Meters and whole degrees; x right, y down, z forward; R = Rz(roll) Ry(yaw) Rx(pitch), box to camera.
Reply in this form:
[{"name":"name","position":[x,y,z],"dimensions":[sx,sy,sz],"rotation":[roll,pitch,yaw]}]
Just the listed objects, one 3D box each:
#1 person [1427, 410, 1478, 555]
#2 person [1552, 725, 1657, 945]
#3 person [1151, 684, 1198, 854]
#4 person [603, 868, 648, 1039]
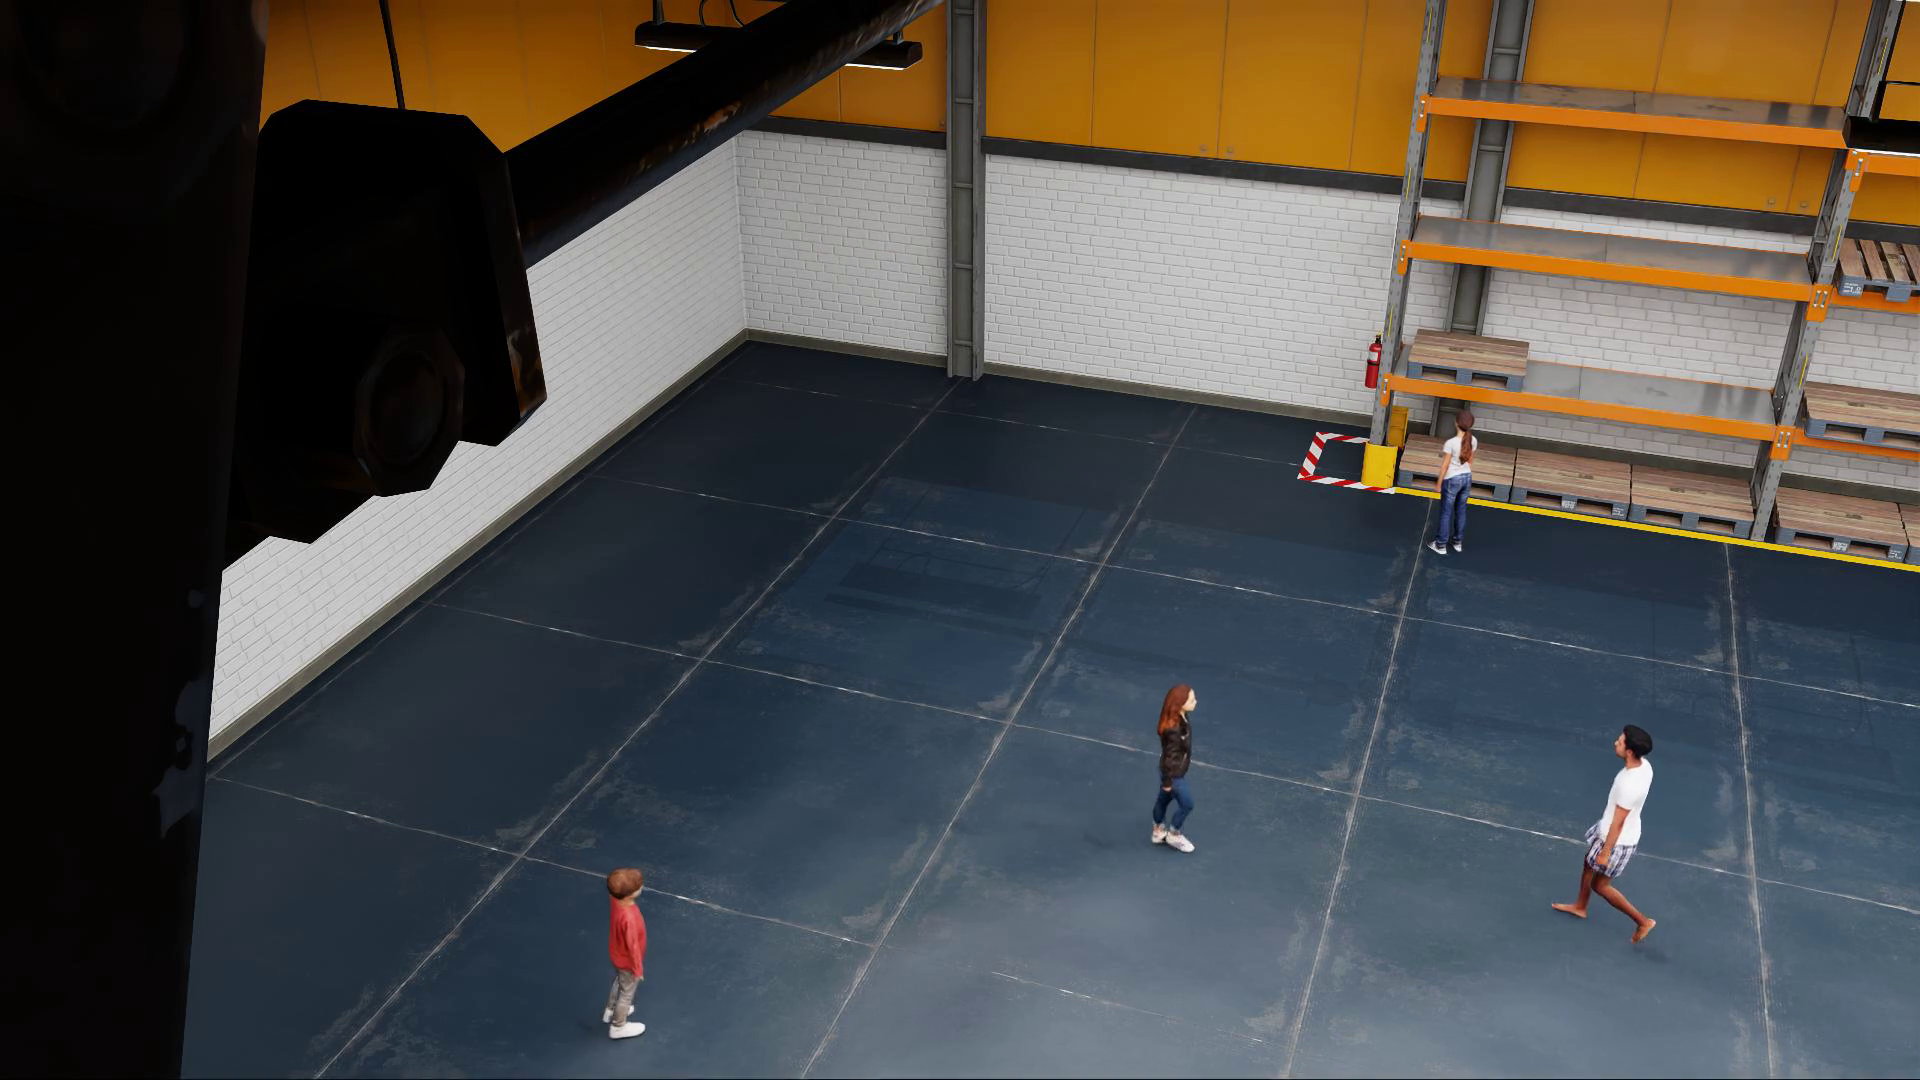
[{"name":"person","position":[5.045,-0.607,16.910],"dimensions":[0.618,1.562,0.691],"rotation":[-9,30,-16]},{"name":"person","position":[4.701,2.112,11.773],"dimensions":[0.950,1.708,0.718],"rotation":[14,31,23]},{"name":"person","position":[1.567,1.728,12.721],"dimensions":[0.633,1.475,0.636],"rotation":[4,29,7]},{"name":"person","position":[-2.237,2.729,10.968],"dimensions":[0.754,1.396,0.686],"rotation":[-21,35,-33]}]
